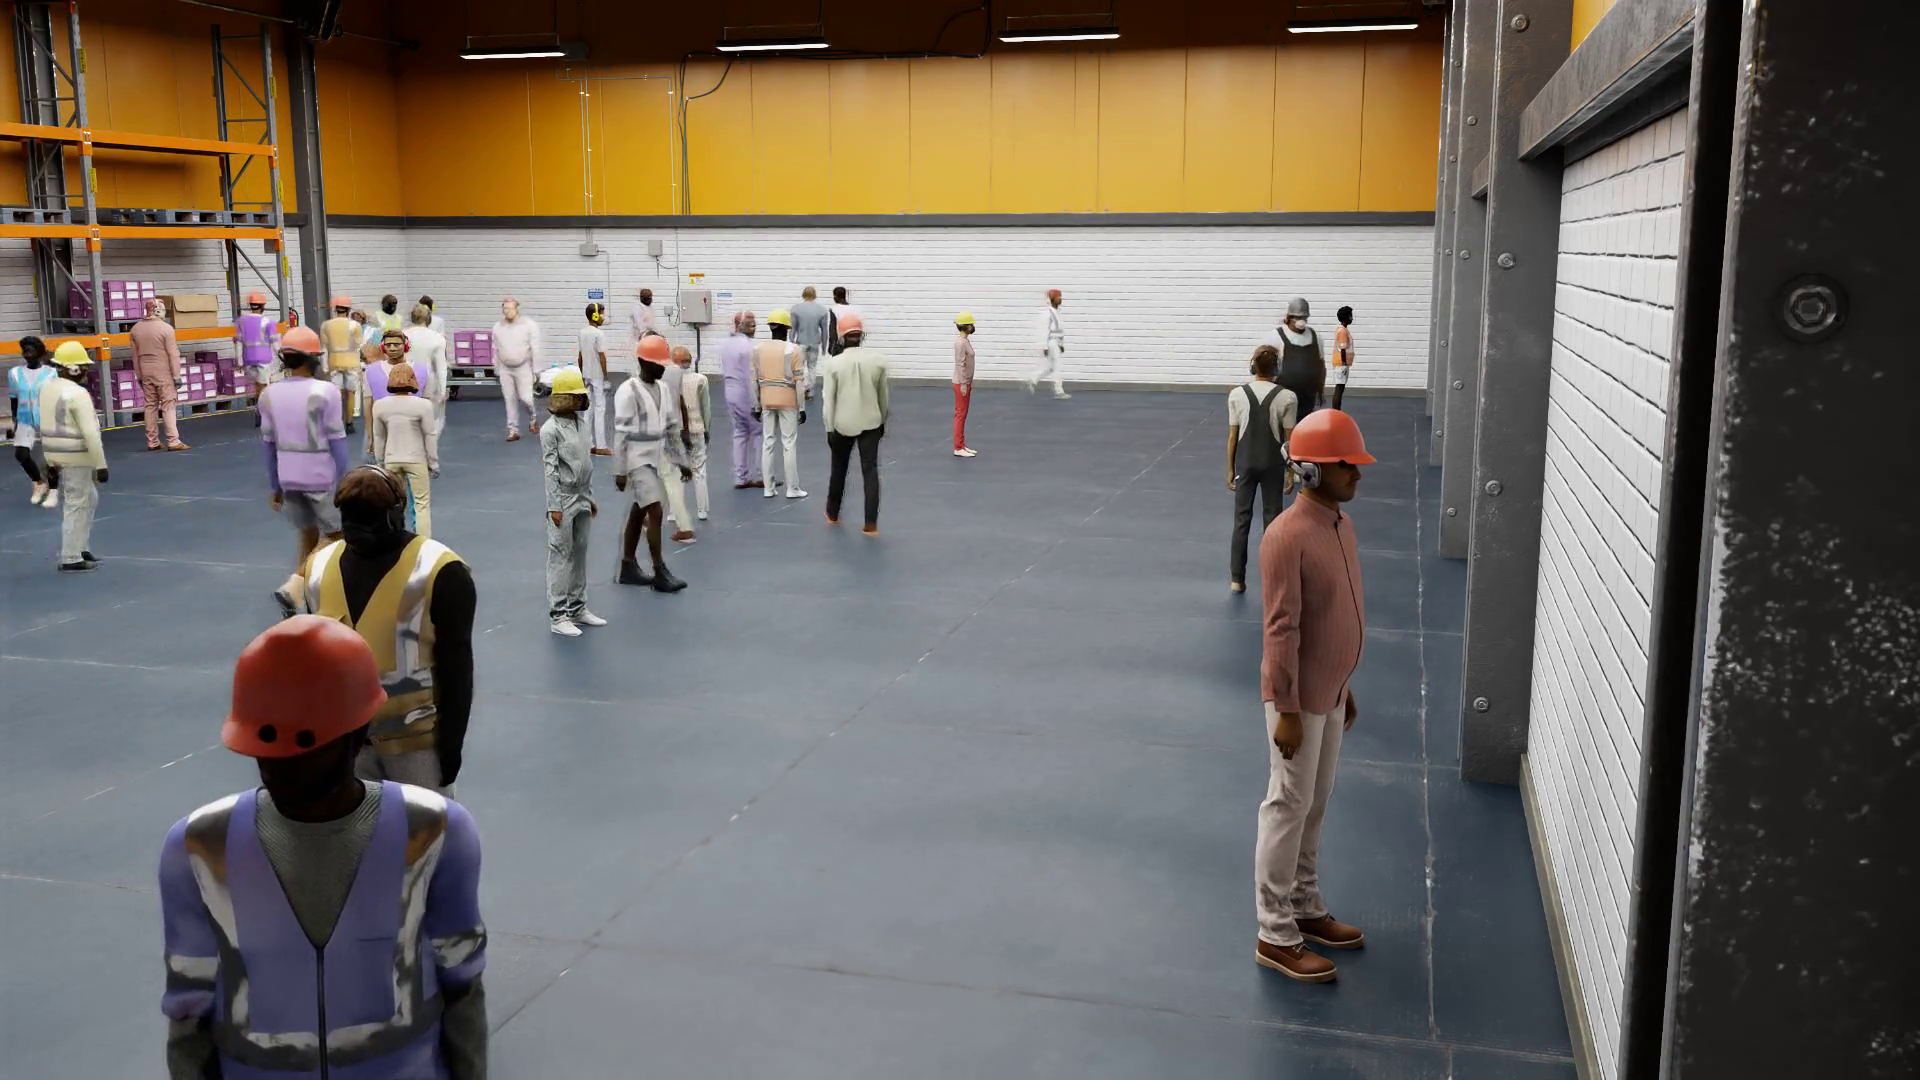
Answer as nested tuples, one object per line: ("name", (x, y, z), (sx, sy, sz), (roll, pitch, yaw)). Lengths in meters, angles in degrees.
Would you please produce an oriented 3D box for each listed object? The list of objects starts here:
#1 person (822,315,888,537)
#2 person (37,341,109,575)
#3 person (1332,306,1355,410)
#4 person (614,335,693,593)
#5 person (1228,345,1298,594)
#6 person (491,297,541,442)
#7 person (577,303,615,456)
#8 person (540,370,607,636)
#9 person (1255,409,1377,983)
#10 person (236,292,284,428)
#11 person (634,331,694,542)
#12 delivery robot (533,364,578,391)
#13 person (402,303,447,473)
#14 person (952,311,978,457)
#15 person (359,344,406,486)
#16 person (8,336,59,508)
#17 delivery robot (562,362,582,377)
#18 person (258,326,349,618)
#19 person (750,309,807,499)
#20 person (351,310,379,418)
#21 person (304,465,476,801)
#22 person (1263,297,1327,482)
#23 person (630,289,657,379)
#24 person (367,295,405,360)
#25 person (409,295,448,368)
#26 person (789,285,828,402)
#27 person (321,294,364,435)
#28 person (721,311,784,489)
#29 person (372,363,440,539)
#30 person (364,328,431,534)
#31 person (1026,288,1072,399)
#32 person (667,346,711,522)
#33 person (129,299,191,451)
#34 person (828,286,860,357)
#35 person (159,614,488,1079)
("person", (-0.945, -1.036, 14.898), (0.638, 1.938, 1.025), (-3, 10, -16))
("person", (-6.895, -0.642, 13.025), (0.619, 1.811, 0.538), (7, 12, 35))
("person", (5.530, -2.523, 24.013), (0.316, 1.696, 0.541), (2, 10, 9))
("person", (-2.261, -0.564, 12.338), (0.801, 1.890, 0.575), (4, 11, 20))
("person", (2.211, -0.506, 12.198), (0.505, 1.841, 0.334), (3, 11, 18))
("person", (-5.838, -2.249, 21.898), (0.668, 1.893, 0.490), (1, 10, 6))
("person", (-4.450, -1.956, 20.330), (0.517, 1.865, 0.327), (9, 13, 41))
("person", (-2.560, -0.250, 11.010), (0.297, 1.744, 0.487), (4, 11, 19))
("person", (1.249, 0.532, 5.871), (0.382, 1.994, 0.612), (6, 12, 31))
("person", (-9.906, -2.564, 23.640), (0.576, 1.906, 0.794), (1, 10, 6))
("person", (-2.659, -0.905, 14.498), (0.960, 1.818, 0.532), (8, 13, 39))
("delivery robot", (-6.853, -2.738, 28.192), (0.707, 0.478, 0.477), (0, 10, 1))
("person", (-6.014, -1.674, 18.573), (0.623, 1.919, 0.482), (1, 10, 5))
("person", (0.061, -1.902, 20.290), (0.304, 1.772, 0.526), (1, 10, 6))
("person", (-5.595, -1.091, 16.131), (0.505, 1.617, 0.419), (6, 12, 32))
("person", (-8.984, -1.146, 16.217), (0.551, 1.685, 0.366), (-1, 10, -6))
("delivery robot", (-6.731, -2.832, 28.729), (0.707, 0.478, 0.477), (5, 11, 28))
("person", (-4.359, -0.395, 11.024), (0.634, 2.026, 0.662), (3, 11, 17))
("person", (-1.828, -1.371, 16.864), (0.584, 1.918, 0.381), (3, 11, 18))
("person", (-8.908, -2.613, 24.763), (0.545, 1.609, 0.729), (0, 10, -2))
("person", (-1.940, 0.656, 5.623), (0.634, 1.837, 0.429), (2, 10, 13))
("person", (3.632, -1.625, 17.952), (0.685, 2.000, 0.540), (-3, 10, -17))
("person", (-5.560, -3.590, 29.790), (0.983, 1.786, 0.630), (4, 11, 23))
("person", (-8.848, -2.913, 25.958), (0.974, 1.786, 0.638), (6, 12, 30))
("person", (-7.764, -2.633, 24.249), (0.516, 1.835, 0.880), (-4, 11, -21))
("person", (-2.477, -3.207, 27.250), (0.648, 1.917, 0.588), (-2, 10, -14))
("person", (-8.331, -2.349, 22.446), (0.547, 1.912, 0.596), (-1, 10, -3))
("person", (-2.185, -1.466, 17.509), (0.628, 1.884, 0.711), (-8, 13, -38))
("person", (-4.443, -0.602, 13.349), (0.506, 1.628, 0.282), (1, 10, 5))
("person", (-4.881, -0.919, 14.508), (0.563, 1.844, 0.389), (-2, 10, -13))
("person", (1.506, -3.298, 27.949), (0.751, 1.858, 0.578), (3, 11, 19))
("person", (-2.555, -0.978, 15.427), (0.512, 1.639, 0.311), (-5, 11, -24))
("person", (-10.001, -2.057, 20.795), (0.639, 1.904, 0.402), (3, 10, 16))
("person", (-1.911, -3.296, 27.828), (0.520, 1.894, 0.641), (9, 14, 43))
("person", (-1.116, 1.072, 2.988), (0.544, 1.933, 0.376), (-3, 10, -17))
